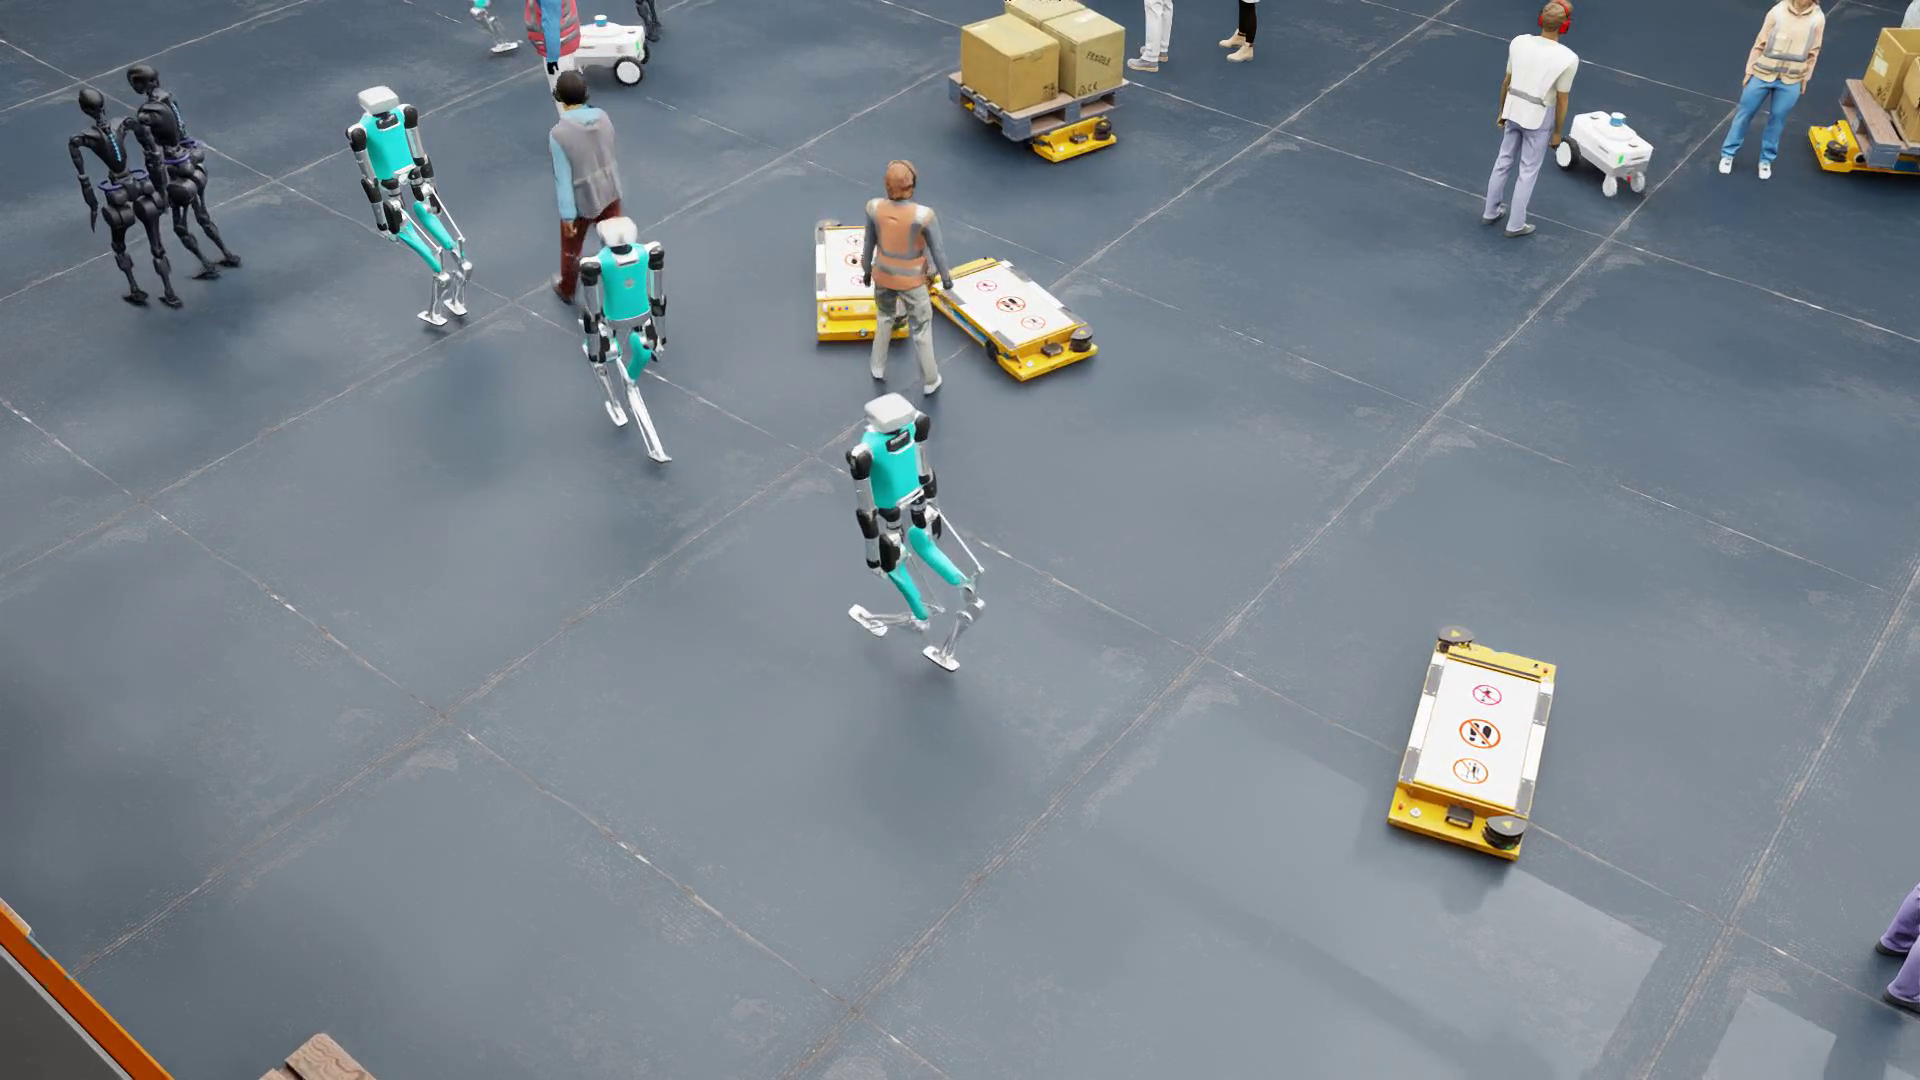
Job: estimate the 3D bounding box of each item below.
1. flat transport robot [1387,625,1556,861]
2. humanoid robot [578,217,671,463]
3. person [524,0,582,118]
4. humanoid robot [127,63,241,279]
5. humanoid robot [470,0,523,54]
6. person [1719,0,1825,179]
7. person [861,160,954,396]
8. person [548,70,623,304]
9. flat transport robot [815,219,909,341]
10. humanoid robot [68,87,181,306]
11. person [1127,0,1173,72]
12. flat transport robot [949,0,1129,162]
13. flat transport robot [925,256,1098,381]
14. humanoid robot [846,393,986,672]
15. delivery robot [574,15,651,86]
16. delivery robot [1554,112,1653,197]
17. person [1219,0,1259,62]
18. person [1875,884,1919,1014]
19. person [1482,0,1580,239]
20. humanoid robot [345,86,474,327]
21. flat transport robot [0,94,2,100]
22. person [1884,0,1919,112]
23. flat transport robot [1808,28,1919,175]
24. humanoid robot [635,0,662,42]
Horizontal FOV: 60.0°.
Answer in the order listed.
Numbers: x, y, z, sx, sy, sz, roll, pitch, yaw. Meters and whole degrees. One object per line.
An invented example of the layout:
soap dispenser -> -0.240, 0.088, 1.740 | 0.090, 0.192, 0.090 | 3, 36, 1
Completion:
flat transport robot -> 2.749, 1.046, 8.847 | 0.659, 0.231, 1.431 | 15, 43, 17
humanoid robot -> -2.165, -1.330, 10.536 | 0.550, 1.747, 1.038 | -21, 45, -23
person -> -3.320, -4.064, 13.656 | 0.430, 1.831, 0.634 | -5, 41, -5
humanoid robot -> -5.684, -2.687, 12.154 | 0.357, 1.647, 0.589 | 0, 40, 0
humanoid robot -> -4.346, -5.216, 15.078 | 0.712, 1.787, 0.556 | -30, 49, -30
person -> 6.566, -3.738, 13.356 | 0.494, 1.722, 0.377 | 13, 42, 15
person -> -0.368, -1.742, 11.087 | 0.613, 1.616, 0.361 | 17, 43, 19
person -> -2.635, -2.407, 11.712 | 0.945, 1.822, 0.588 | 28, 48, 29
flat transport robot -> -0.740, -1.951, 12.373 | 0.659, 0.231, 1.431 | -3, 40, -3
humanoid robot -> -5.952, -2.456, 11.885 | 0.466, 1.643, 0.587 | 30, 49, 31
person -> 1.767, -5.144, 14.885 | 0.356, 1.882, 0.574 | 20, 44, 22
flat transport robot -> 0.659, -3.704, 14.435 | 0.659, 0.231, 1.431 | -24, 46, -26
flat transport robot -> 0.313, -1.645, 12.013 | 0.659, 0.231, 1.431 | -22, 45, -24
humanoid robot -> -0.220, 0.043, 8.884 | 0.981, 1.731, 0.546 | 32, 50, 32
delivery robot -> -3.217, -4.469, 15.101 | 0.768, 0.576, 0.499 | 0, 40, 0
delivery robot -> 5.310, -3.215, 13.633 | 0.499, 0.586, 0.773 | -12, 42, -14
person -> 2.604, -5.205, 15.101 | 0.316, 1.691, 0.540 | -3, 40, -4
person -> 4.467, 1.374, 7.256 | 0.391, 1.836, 0.559 | 11, 42, 13
person -> 4.305, -3.173, 12.604 | 0.394, 1.838, 0.558 | -27, 47, -28
humanoid robot -> -3.716, -2.262, 11.527 | 0.729, 1.690, 0.531 | 27, 47, 28
flat transport robot -> -9.241, -3.776, 14.519 | 1.431, 0.231, 0.659 | 0, 40, 0
person -> 8.197, -4.429, 14.149 | 0.296, 1.744, 0.483 | 22, 45, 23
flat transport robot -> 7.931, -3.253, 13.905 | 1.431, 0.231, 0.659 | 7, 41, 8
humanoid robot -> -3.026, -5.486, 15.445 | 0.425, 1.654, 0.591 | 32, 50, 32
